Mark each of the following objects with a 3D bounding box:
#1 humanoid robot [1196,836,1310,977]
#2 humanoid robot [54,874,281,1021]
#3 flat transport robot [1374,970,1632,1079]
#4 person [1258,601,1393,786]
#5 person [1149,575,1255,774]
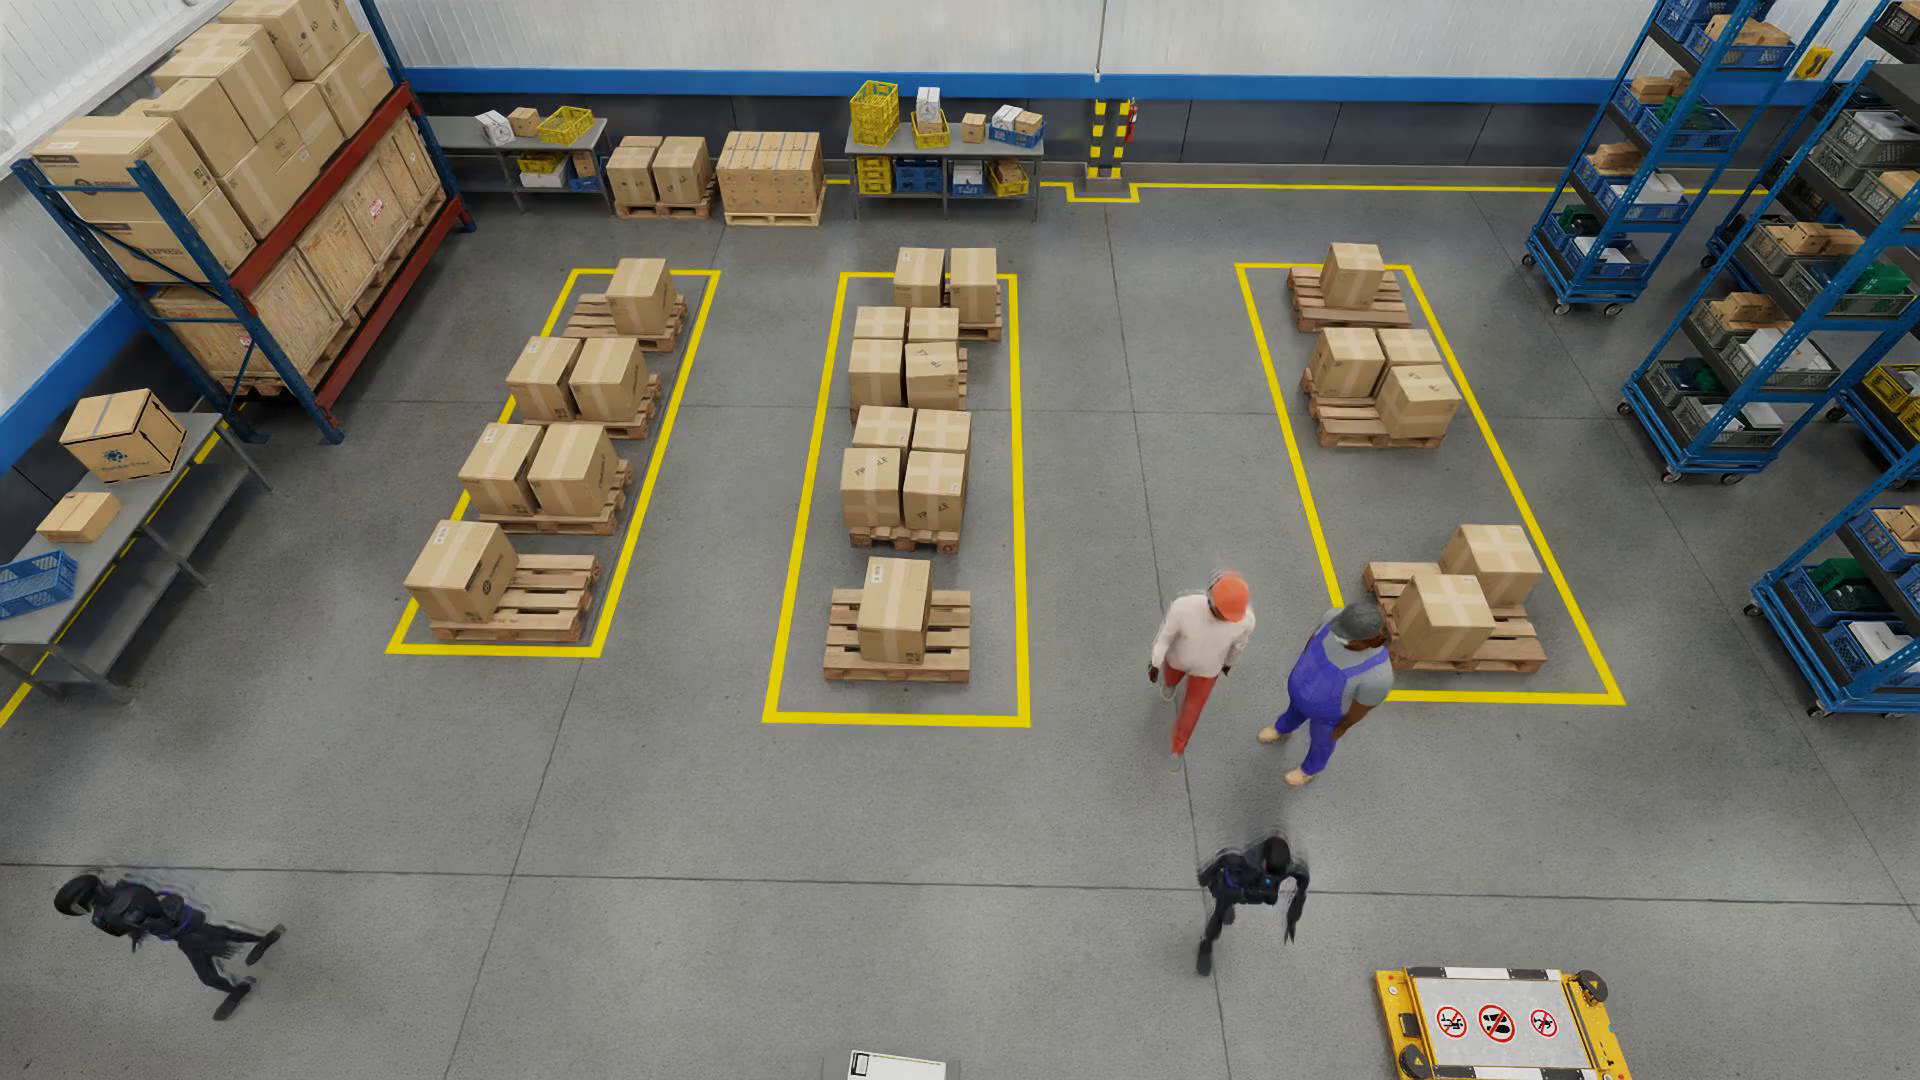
[{"bbox_3d":[1.826,2.244,5.760,0.600,1.633,0.704,6,51,5],"label":"humanoid robot"},{"bbox_3d":[-4.846,2.441,5.594,0.630,1.638,0.655,22,54,17],"label":"humanoid robot"},{"bbox_3d":[3.501,3.133,5.914,1.431,0.197,0.652,1,51,1],"label":"flat transport robot"},{"bbox_3d":[2.559,1.068,6.473,0.537,2.000,0.685,-14,52,-11],"label":"person"},{"bbox_3d":[1.722,0.852,6.720,0.621,1.957,0.925,14,52,11],"label":"person"}]
